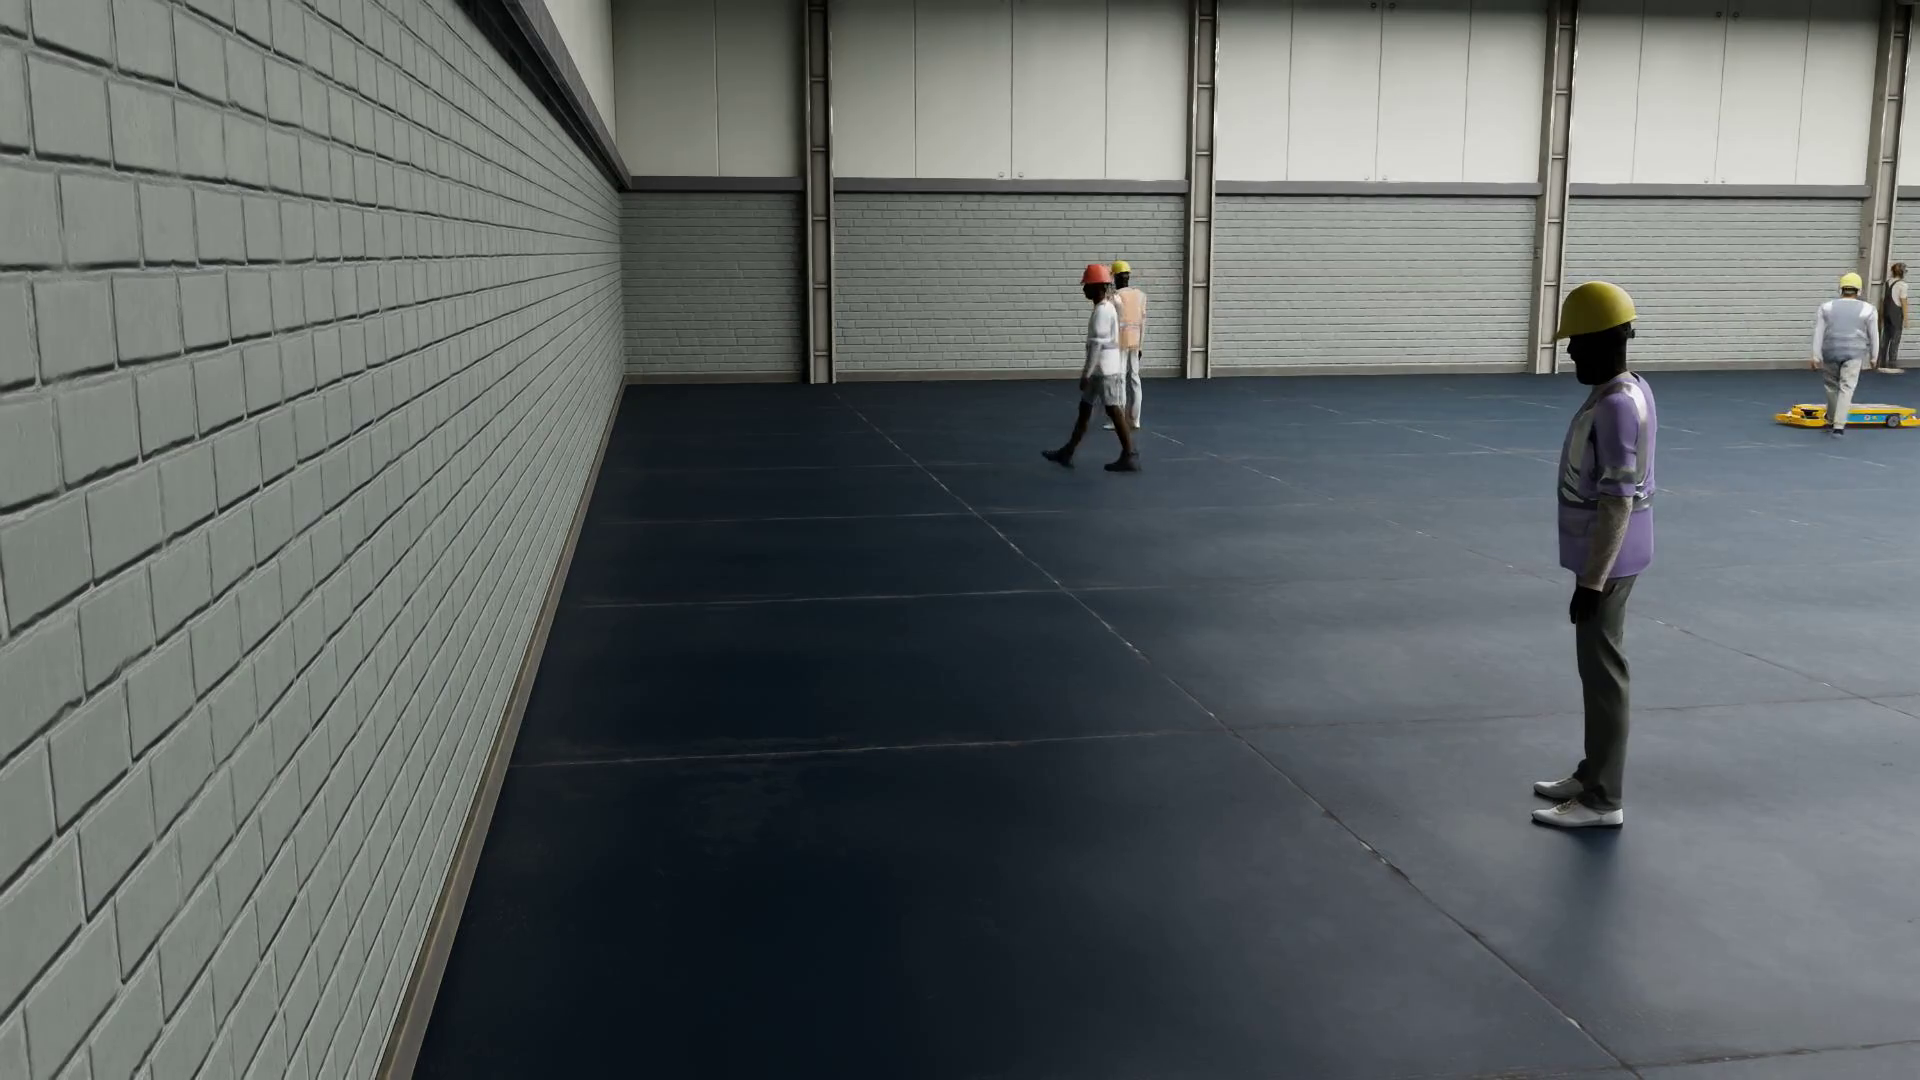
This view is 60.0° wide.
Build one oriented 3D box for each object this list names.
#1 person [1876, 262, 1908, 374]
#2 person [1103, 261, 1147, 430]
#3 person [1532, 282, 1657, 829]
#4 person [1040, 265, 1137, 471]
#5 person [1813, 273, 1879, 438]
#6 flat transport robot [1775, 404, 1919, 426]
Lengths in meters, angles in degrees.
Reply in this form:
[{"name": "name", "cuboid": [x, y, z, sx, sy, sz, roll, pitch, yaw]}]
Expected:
[{"name": "person", "cuboid": [15.521, -3.686, 27.627, 0.327, 1.843, 0.514, -2, 10, -12]}, {"name": "person", "cuboid": [1.839, -2.195, 18.843, 0.585, 1.916, 0.390, -7, 12, -34]}, {"name": "person", "cuboid": [2.230, 0.061, 5.850, 0.382, 1.917, 0.585, 4, 11, 22]}, {"name": "person", "cuboid": [1.204, -1.574, 15.320, 0.963, 1.889, 0.593, 1, 10, 6]}, {"name": "person", "cuboid": [9.723, -2.026, 18.243, 0.622, 1.777, 0.940, 7, 12, 34]}, {"name": "flat transport robot", "cuboid": [10.348, -1.457, 19.322, 1.431, 0.197, 0.652, -1, 10, -3]}]
